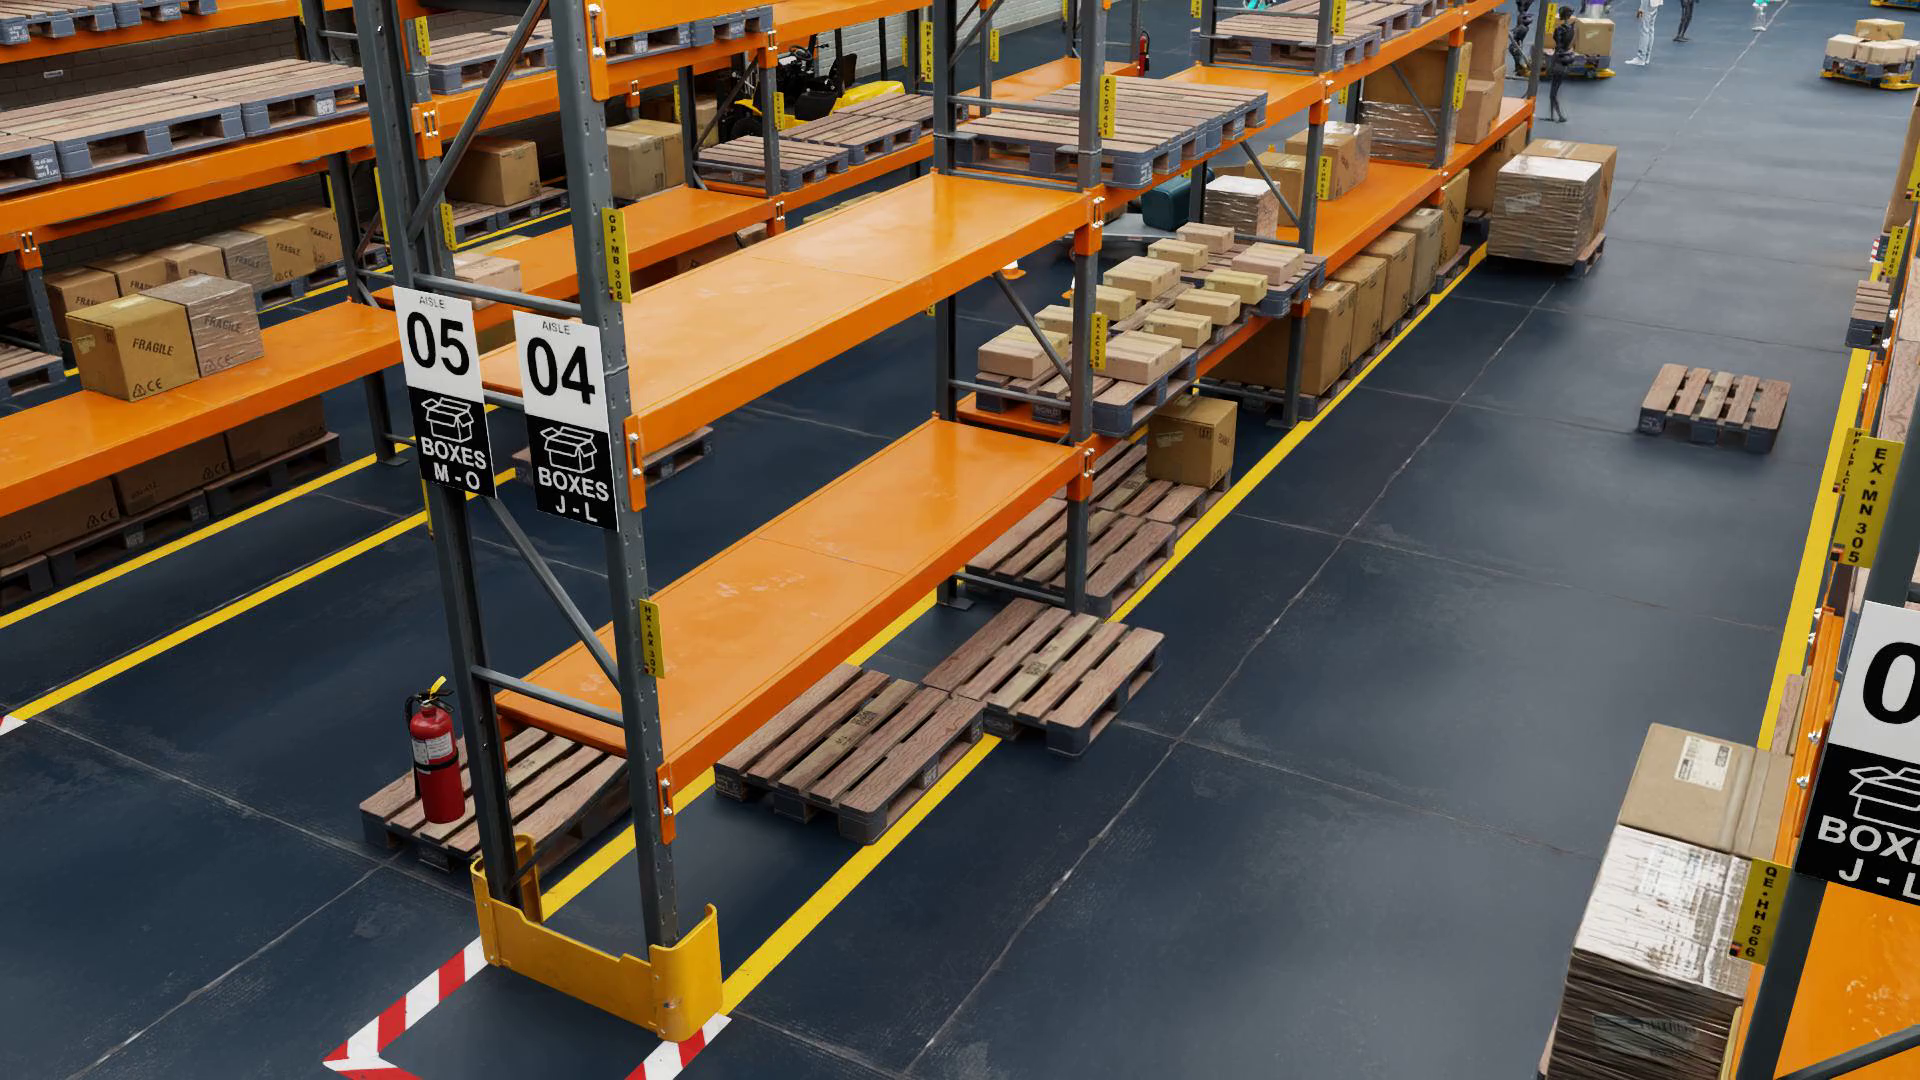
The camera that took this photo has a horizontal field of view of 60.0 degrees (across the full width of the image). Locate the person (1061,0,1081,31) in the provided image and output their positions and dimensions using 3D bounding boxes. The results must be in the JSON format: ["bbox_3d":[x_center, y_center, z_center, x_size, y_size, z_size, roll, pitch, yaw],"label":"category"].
[{"bbox_3d":[2.192,-10.584,31.458,0.686,1.908,0.435,5,26,10],"label":"person"}]

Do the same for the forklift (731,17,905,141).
[{"bbox_3d":[-1.819,-5.975,21.543,2.313,2.155,1.214,14,29,26],"label":"forklift"}]

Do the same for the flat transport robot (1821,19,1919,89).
[{"bbox_3d":[14.776,-7.525,26.978,0.659,0.231,1.431,-11,28,-22],"label":"flat transport robot"}]

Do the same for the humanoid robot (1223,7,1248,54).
[{"bbox_3d":[4.036,-6.783,23.827,0.608,1.631,0.665,15,29,28],"label":"humanoid robot"}]

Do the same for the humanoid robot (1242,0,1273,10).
[{"bbox_3d":[5.281,-9.659,29.735,0.538,1.753,0.961,18,31,33],"label":"humanoid robot"}]

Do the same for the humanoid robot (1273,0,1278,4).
[{"bbox_3d":[6.722,-11.991,34.615,1.030,1.753,0.541,-6,26,-12],"label":"humanoid robot"}]

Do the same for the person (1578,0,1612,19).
[{"bbox_3d":[10.928,-9.256,28.653,0.455,1.936,0.644,-8,27,-17],"label":"person"}]

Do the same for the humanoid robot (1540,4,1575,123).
[{"bbox_3d":[8.697,-6.868,24.026,0.387,1.652,0.601,19,32,35],"label":"humanoid robot"}]

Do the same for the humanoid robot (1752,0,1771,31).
[{"bbox_3d":[15.330,-10.517,31.580,0.756,1.838,0.537,3,26,6],"label":"humanoid robot"}]

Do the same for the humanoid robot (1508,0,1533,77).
[{"bbox_3d":[9.190,-8.429,27.236,0.316,1.650,0.611,11,28,22],"label":"humanoid robot"}]

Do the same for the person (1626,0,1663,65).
[{"bbox_3d":[11.734,-9.082,28.319,0.392,1.915,0.587,22,33,37],"label":"person"}]

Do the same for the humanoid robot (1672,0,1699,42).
[{"bbox_3d":[13.409,-10.025,30.544,0.305,1.652,0.611,20,32,35],"label":"humanoid robot"}]

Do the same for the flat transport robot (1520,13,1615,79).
[{"bbox_3d":[10.084,-7.851,27.655,1.431,0.231,0.659,2,26,3],"label":"flat transport robot"}]

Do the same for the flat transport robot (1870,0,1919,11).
[{"bbox_3d":[19.801,-11.160,34.532,0.659,0.231,1.431,-18,31,-33],"label":"flat transport robot"}]
